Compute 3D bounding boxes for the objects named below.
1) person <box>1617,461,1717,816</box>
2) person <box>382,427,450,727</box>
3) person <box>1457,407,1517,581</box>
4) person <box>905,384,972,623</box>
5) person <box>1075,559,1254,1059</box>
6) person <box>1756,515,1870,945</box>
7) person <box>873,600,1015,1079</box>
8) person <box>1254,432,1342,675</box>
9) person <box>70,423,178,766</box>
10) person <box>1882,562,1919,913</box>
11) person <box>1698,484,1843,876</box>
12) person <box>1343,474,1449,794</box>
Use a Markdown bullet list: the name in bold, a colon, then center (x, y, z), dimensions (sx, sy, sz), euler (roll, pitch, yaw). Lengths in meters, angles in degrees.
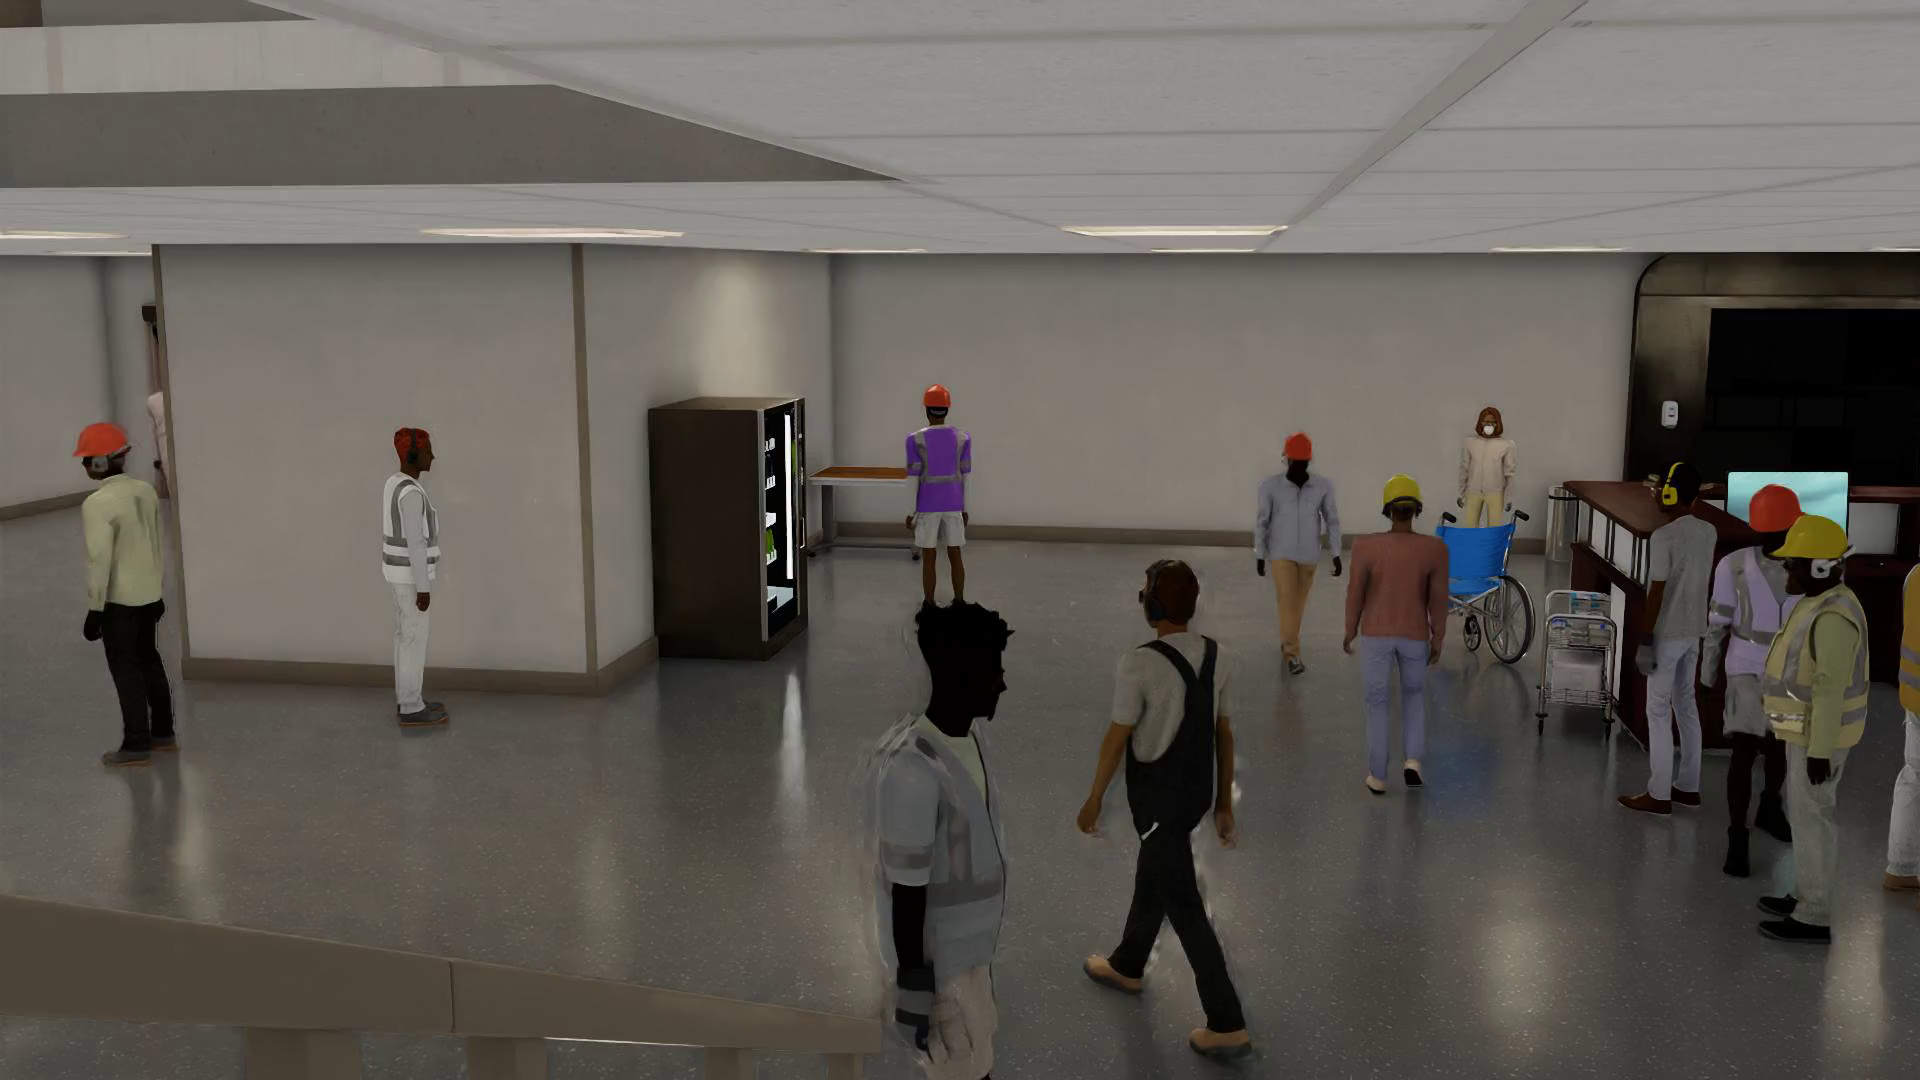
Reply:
- **person**: center (3.735, 0.516, 8.730), dimensions (0.514, 1.861, 0.322), euler (-6, 11, -32)
- **person**: center (-3.432, 0.231, 10.441), dimensions (0.351, 1.878, 0.568), euler (-5, 10, -28)
- **person**: center (4.769, -0.397, 15.084), dimensions (0.504, 1.627, 0.286), euler (5, 10, 29)
- **person**: center (-0.181, -0.279, 13.378), dimensions (0.545, 1.939, 0.373), euler (-3, 10, -16)
- **person**: center (0.792, 0.964, 6.176), dimensions (0.524, 1.800, 0.981), euler (-7, 12, -38)
- **person**: center (3.627, 0.800, 7.095), dimensions (0.403, 1.822, 0.599), euler (4, 10, 21)
- **person**: center (-0.067, 1.125, 4.671), dimensions (0.478, 1.950, 0.628), euler (3, 10, 16)
- **person**: center (2.407, 0.084, 11.845), dimensions (0.580, 1.700, 0.894), euler (-1, 9, -4)
- **person**: center (-4.828, 0.321, 9.565), dimensions (0.425, 1.982, 0.635), euler (1, 9, 6)
- **person**: center (4.396, 0.753, 7.358), dimensions (0.429, 1.837, 0.629), euler (1, 9, 5)
- **person**: center (3.912, 0.632, 8.064), dimensions (0.576, 1.867, 0.916), euler (3, 10, 16)
- **person**: center (2.366, 0.516, 9.064), dimensions (0.531, 1.754, 0.385), euler (1, 9, 6)
